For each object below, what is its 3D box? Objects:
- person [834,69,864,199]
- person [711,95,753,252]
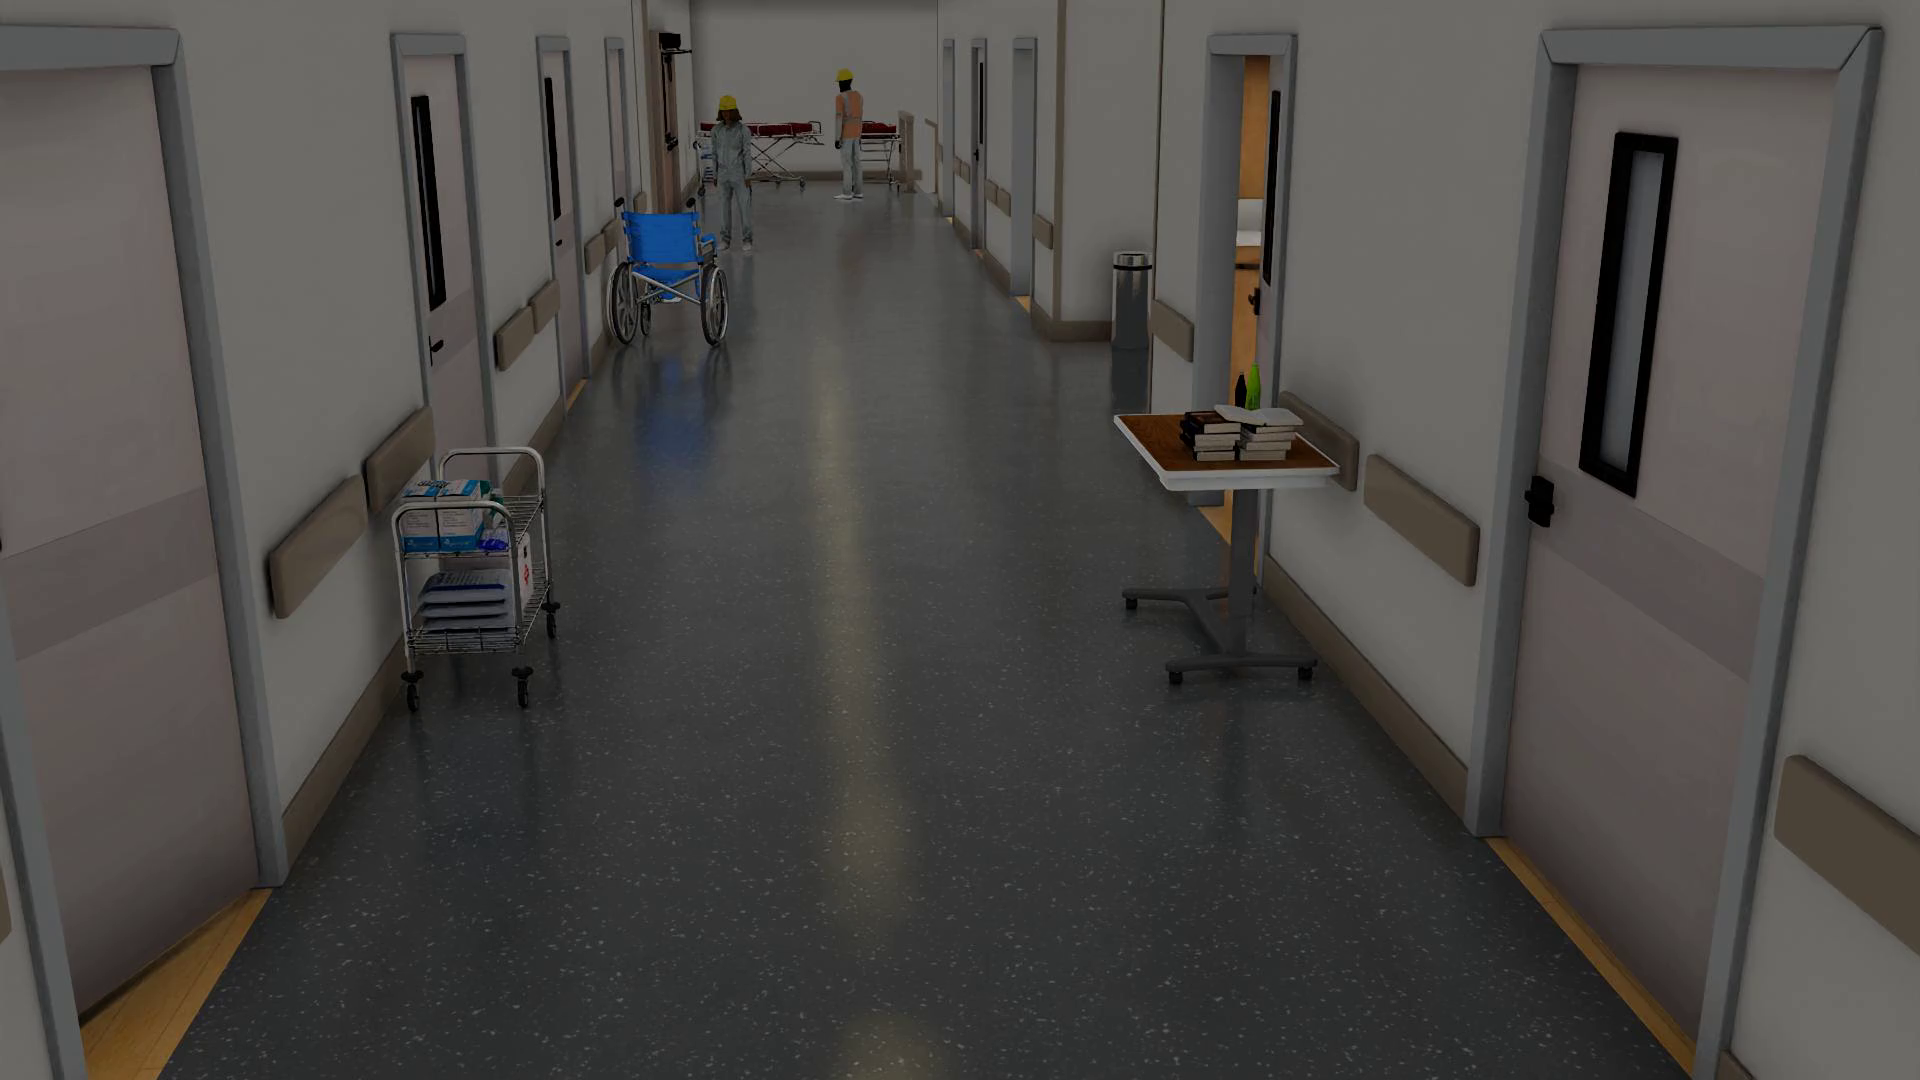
[{"bbox_3d":[-1.693,-6.113,25.093,0.398,1.920,0.586,11,20,33],"label":"person"},{"bbox_3d":[-2.578,-4.122,18.757,0.482,1.735,0.339,5,17,15],"label":"person"}]
